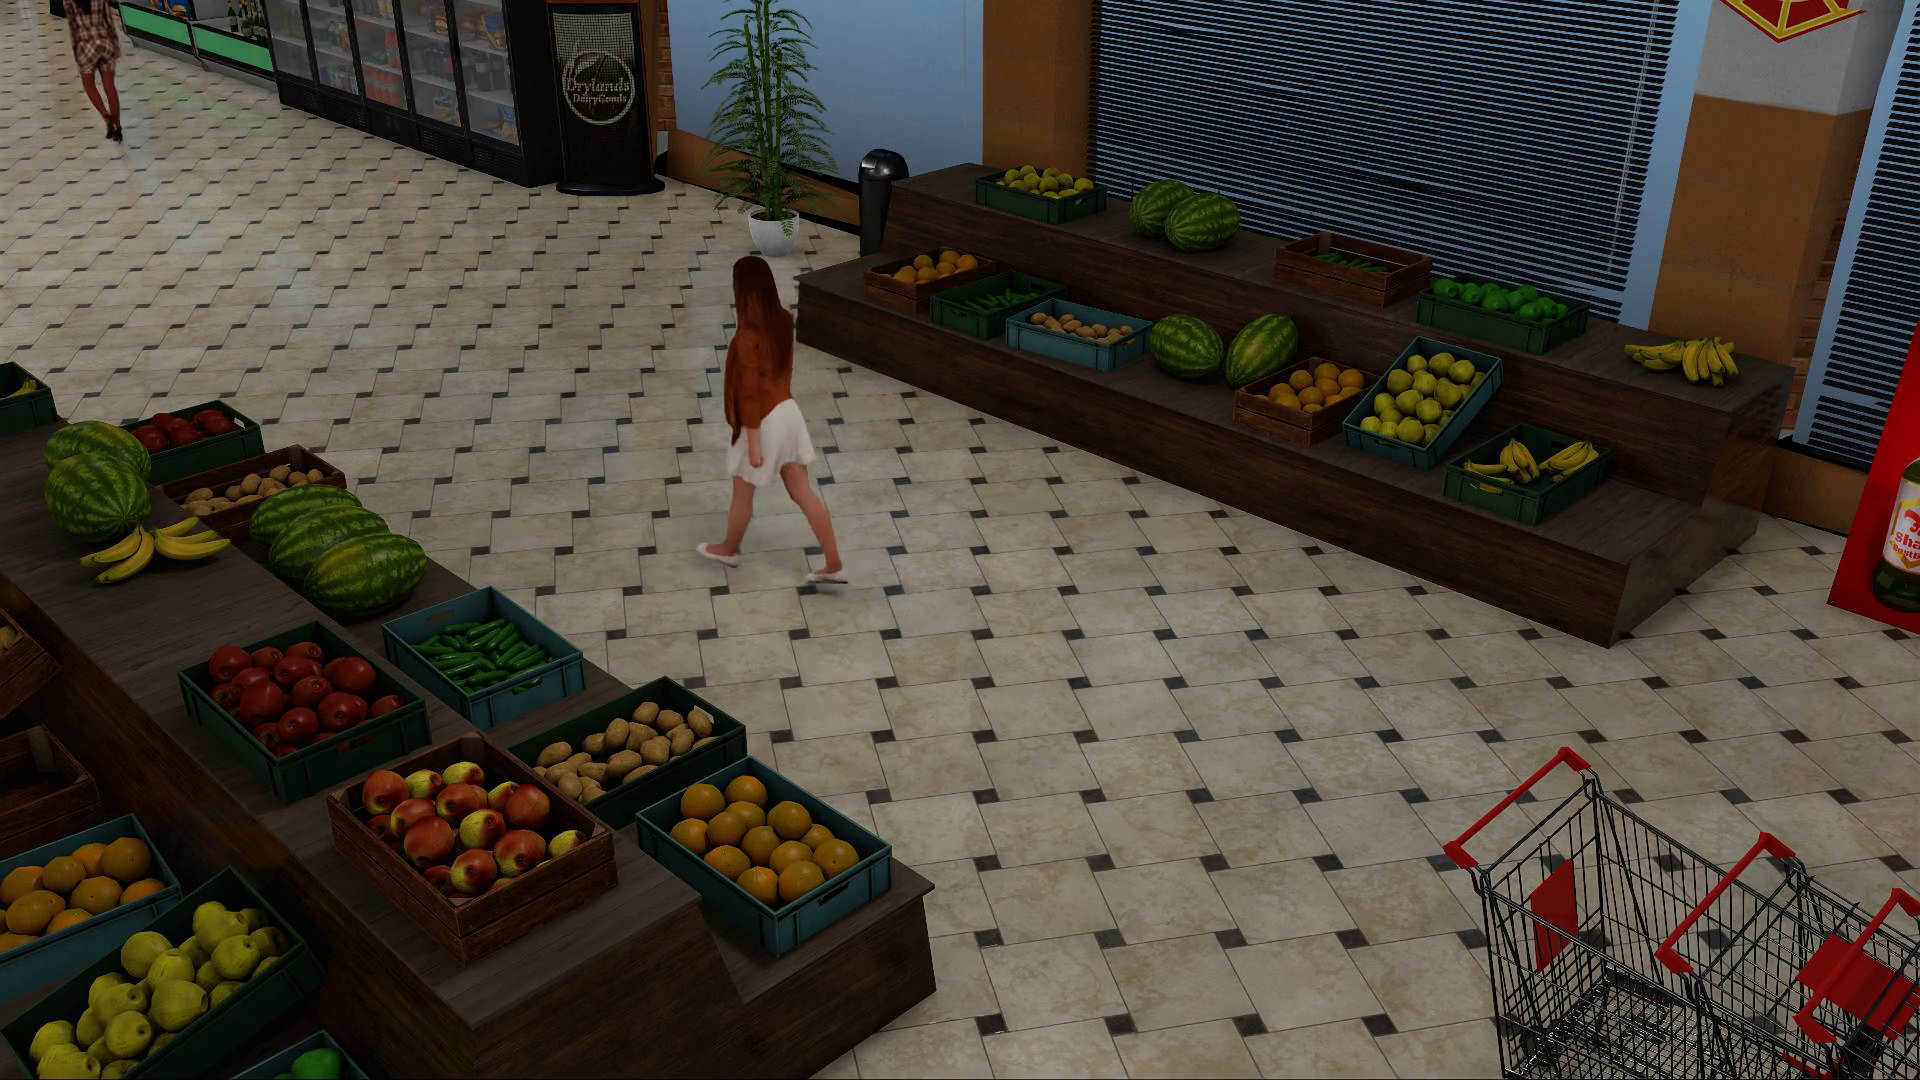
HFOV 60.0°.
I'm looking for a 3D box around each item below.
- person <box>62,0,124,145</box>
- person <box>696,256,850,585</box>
[{"bbox_3d":[-8.513,-4.792,16.424,0.632,1.780,0.676,-19,33,-33],"label":"person"},{"bbox_3d":[-0.855,-0.516,8.108,1.190,1.676,0.822,15,31,27],"label":"person"}]
